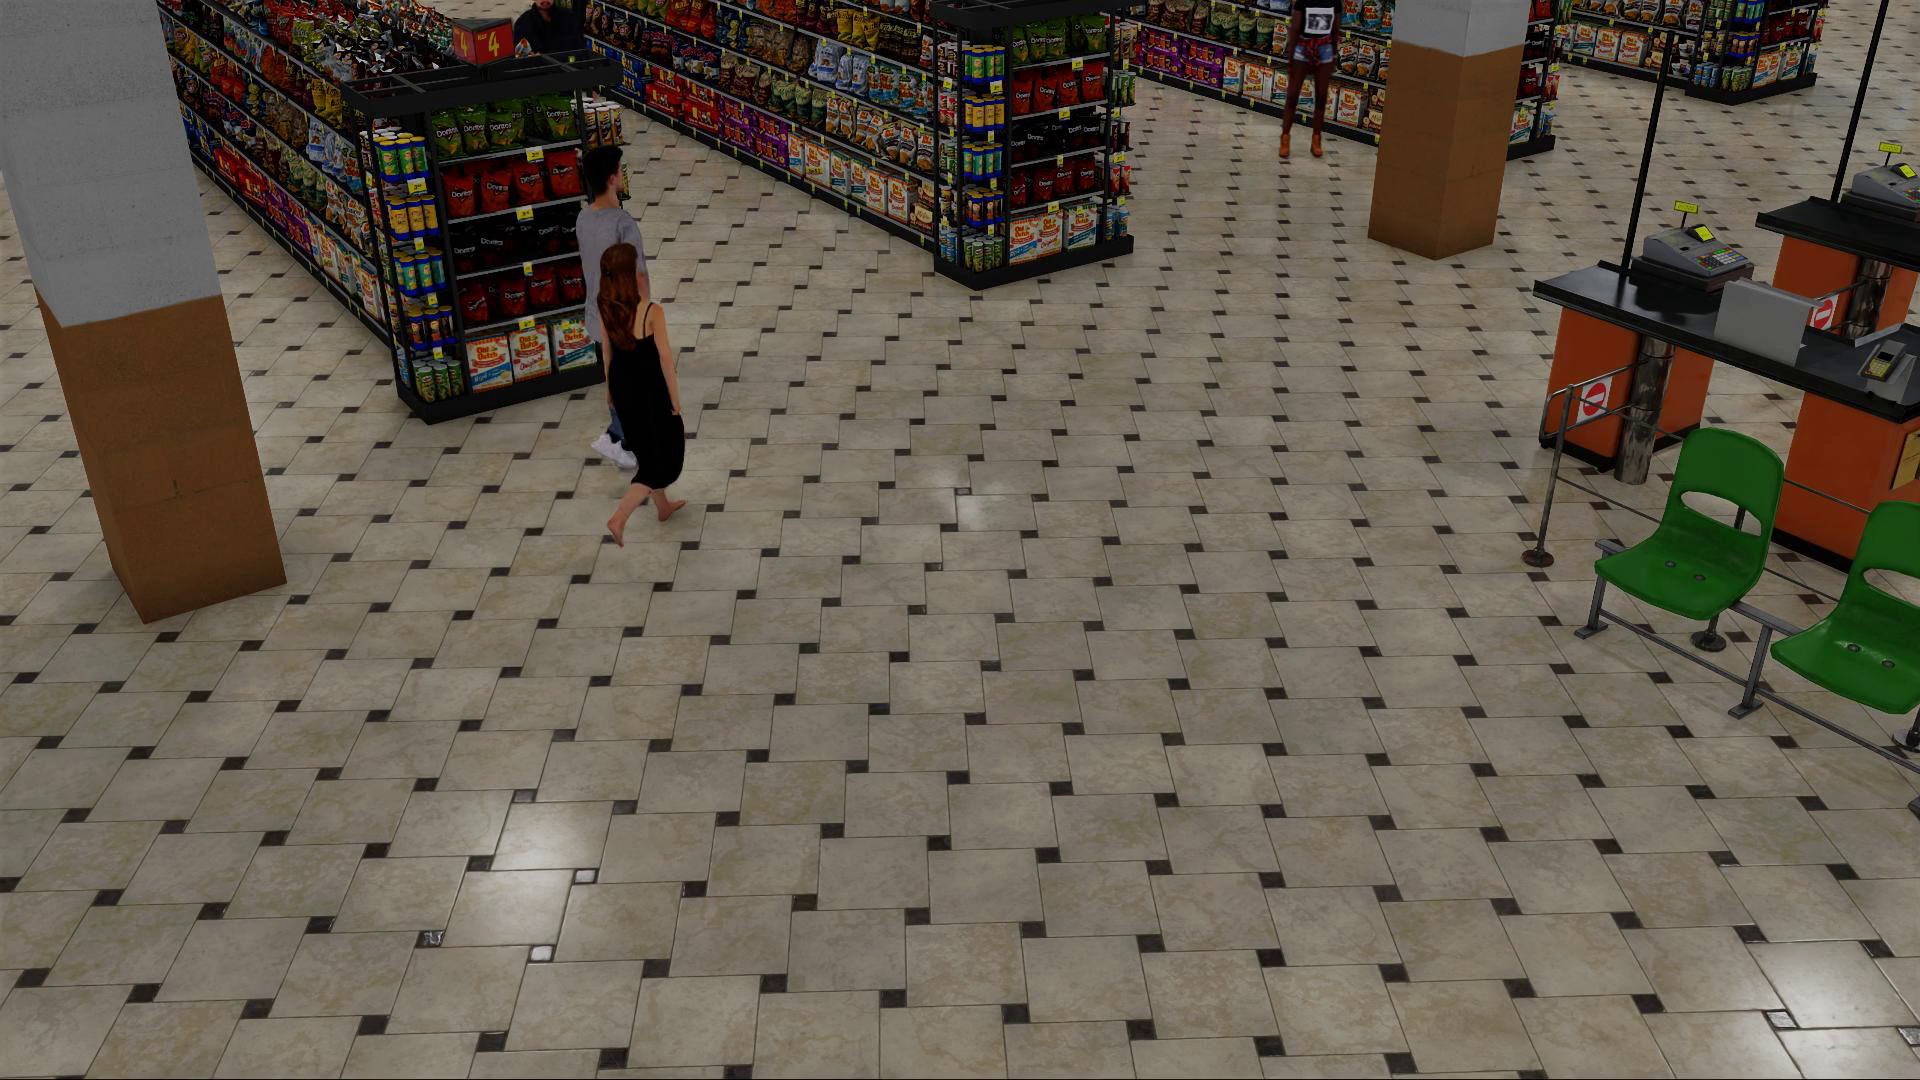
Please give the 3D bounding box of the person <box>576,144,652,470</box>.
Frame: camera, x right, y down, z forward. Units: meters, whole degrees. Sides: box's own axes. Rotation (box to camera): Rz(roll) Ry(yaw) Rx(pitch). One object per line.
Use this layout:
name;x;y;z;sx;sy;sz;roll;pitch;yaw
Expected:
person;-1.950;-1.207;9.194;0.773;1.873;0.825;23;36;36

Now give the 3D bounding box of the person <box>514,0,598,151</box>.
person;-3.431;-3.859;14.109;0.846;1.818;1.176;-14;32;-25

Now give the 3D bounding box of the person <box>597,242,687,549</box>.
person;-1.687;-0.709;8.563;0.986;1.603;0.924;13;31;22

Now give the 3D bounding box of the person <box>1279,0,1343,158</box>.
person;3.198;-4.358;15.125;0.723;1.719;0.760;1;29;1
